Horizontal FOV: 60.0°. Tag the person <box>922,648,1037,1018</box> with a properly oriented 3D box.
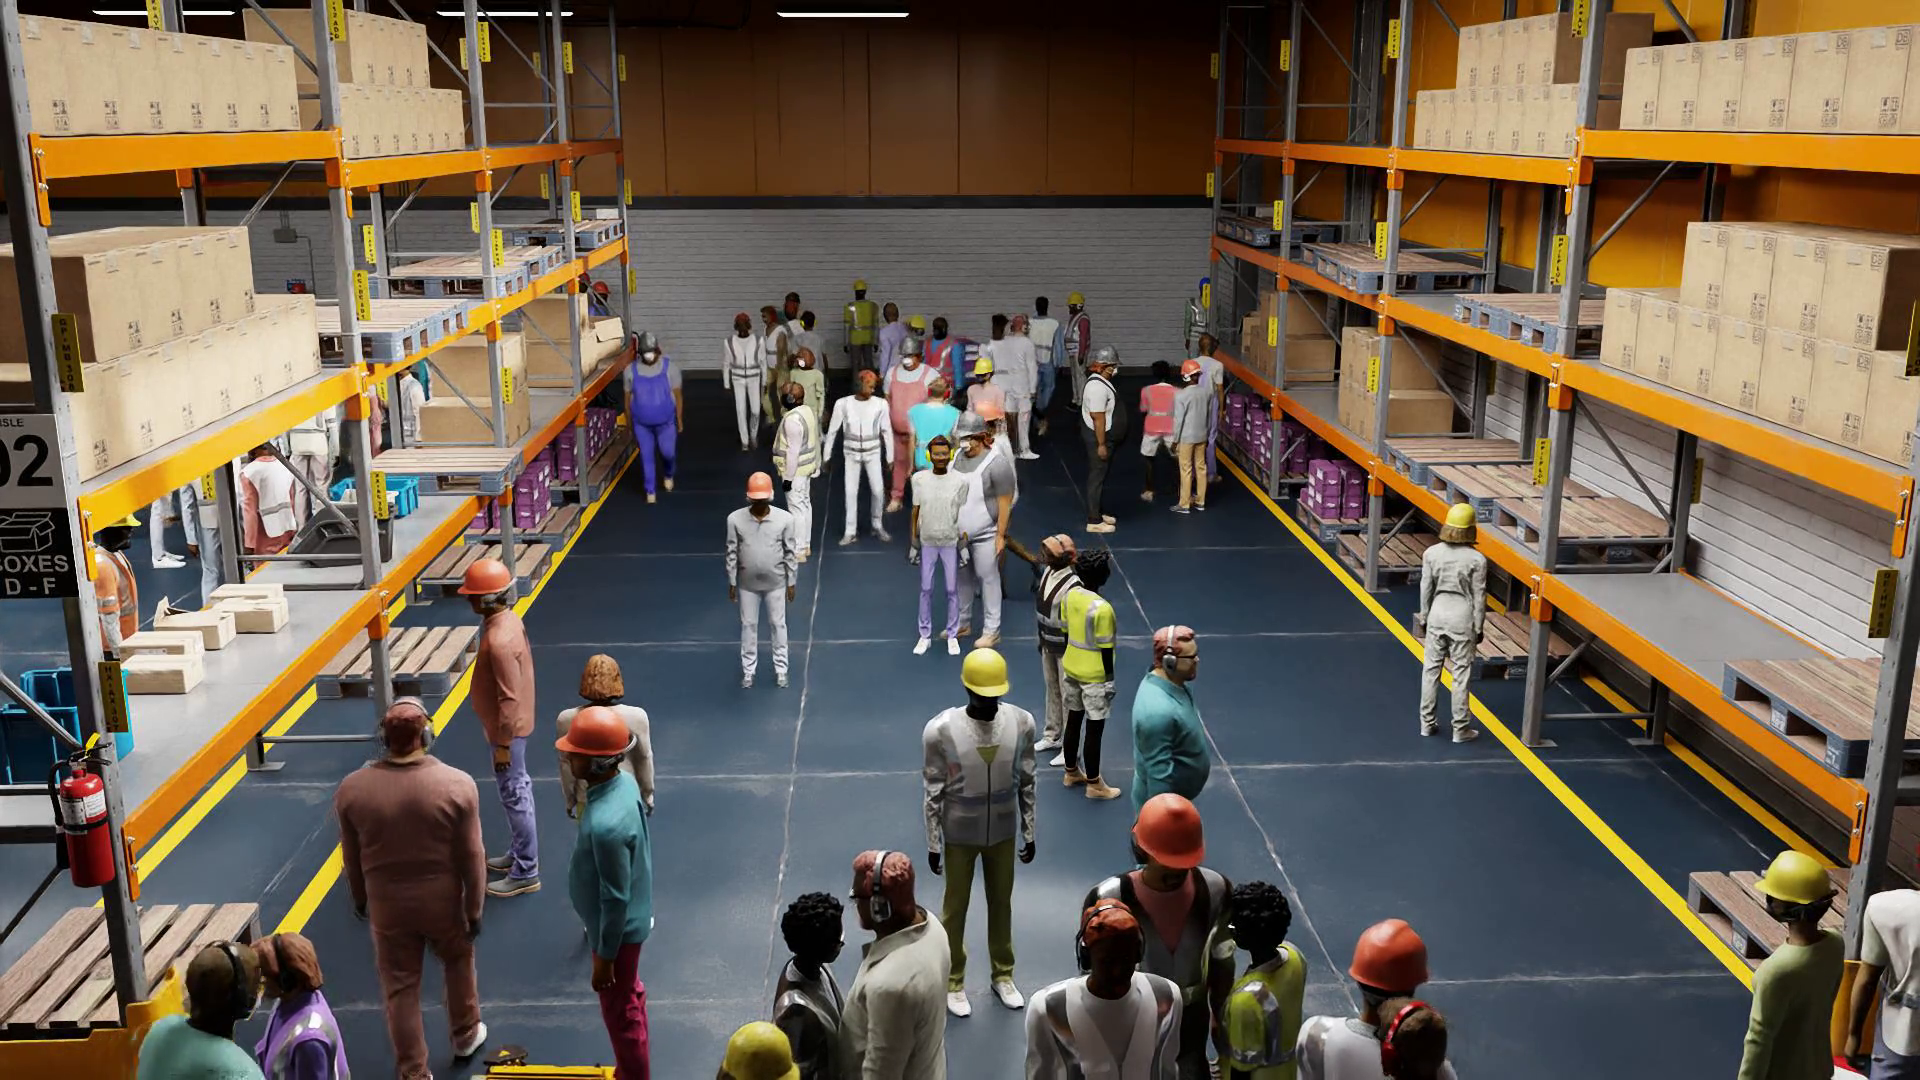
[{"bbox_3d":[0.108,1.447,8.286,0.586,1.920,0.397,-4,15,-16],"label":"person"}]

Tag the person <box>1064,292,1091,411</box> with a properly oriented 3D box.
[{"bbox_3d":[1.792,-2.889,25.496,0.403,1.824,0.594,-3,15,-12],"label":"person"}]

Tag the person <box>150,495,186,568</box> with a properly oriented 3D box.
[{"bbox_3d":[-8.018,-0.653,16.626,0.309,1.868,0.534,-7,16,-25],"label":"person"}]

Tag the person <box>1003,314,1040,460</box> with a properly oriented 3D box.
[{"bbox_3d":[0.791,-2.015,21.898,0.399,1.907,0.644,-13,20,-42],"label":"person"}]

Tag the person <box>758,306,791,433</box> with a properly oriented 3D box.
[{"bbox_3d":[-2.672,-2.417,23.646,0.582,1.815,0.567,-11,18,-36],"label":"person"}]

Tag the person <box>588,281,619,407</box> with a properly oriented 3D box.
[{"bbox_3d":[-5.565,-3.055,25.919,0.357,1.938,0.545,3,15,11],"label":"person"}]

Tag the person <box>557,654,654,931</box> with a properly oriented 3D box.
[{"bbox_3d":[-1.905,1.405,9.016,0.500,1.633,0.283,-2,14,-6],"label":"person"}]

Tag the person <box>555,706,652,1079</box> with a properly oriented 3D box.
[{"bbox_3d":[-1.523,1.670,7.251,0.374,1.997,0.613,-2,14,-9],"label":"person"}]

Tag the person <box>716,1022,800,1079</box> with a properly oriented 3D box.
[{"bbox_3d":[-0.620,2.309,5.265,0.321,1.737,0.485,13,19,42],"label":"person"}]

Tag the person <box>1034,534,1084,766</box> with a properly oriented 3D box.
[{"bbox_3d":[0.694,0.751,11.574,0.309,1.640,0.511,-7,16,-25],"label":"person"}]

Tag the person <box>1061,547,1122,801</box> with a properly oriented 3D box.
[{"bbox_3d":[0.858,0.876,10.965,0.319,1.697,0.533,-8,16,-28],"label":"person"}]

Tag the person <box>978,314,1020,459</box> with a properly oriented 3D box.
[{"bbox_3d":[0.512,-2.016,21.938,0.613,1.915,0.937,-5,15,-20],"label":"person"}]

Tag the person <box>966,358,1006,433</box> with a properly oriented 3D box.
[{"bbox_3d":[0.290,-1.220,19.082,0.523,1.759,0.350,9,17,31],"label":"person"}]

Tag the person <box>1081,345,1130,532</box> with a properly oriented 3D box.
[{"bbox_3d":[1.581,-1.120,18.116,0.535,2.000,0.681,1,14,5],"label":"person"}]

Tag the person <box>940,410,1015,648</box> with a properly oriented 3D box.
[{"bbox_3d":[0.093,-0.095,14.091,0.688,2.000,0.536,13,19,40],"label":"person"}]

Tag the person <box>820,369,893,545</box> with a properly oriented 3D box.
[{"bbox_3d":[-1.092,-0.878,17.526,0.771,1.873,0.413,-1,14,-2],"label":"person"}]

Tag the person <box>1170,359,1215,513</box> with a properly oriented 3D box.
[{"bbox_3d":[2.624,-1.182,18.937,0.561,1.749,0.331,-9,17,-33],"label":"person"}]

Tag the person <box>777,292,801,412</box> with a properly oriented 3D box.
[{"bbox_3d":[-2.558,-2.840,25.283,0.513,1.841,0.352,12,18,38],"label":"person"}]

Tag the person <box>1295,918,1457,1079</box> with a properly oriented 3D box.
[{"bbox_3d":[1.350,2.157,5.475,0.545,1.930,0.387,11,18,37],"label":"person"}]

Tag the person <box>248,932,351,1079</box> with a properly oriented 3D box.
[{"bbox_3d":[-2.349,2.170,6.022,0.319,1.631,0.524,-8,16,-28],"label":"person"}]

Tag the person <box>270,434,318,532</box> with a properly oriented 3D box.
[{"bbox_3d":[-7.180,-1.020,18.045,0.574,1.880,0.357,-5,15,-18],"label":"person"}]

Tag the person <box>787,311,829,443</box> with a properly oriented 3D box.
[{"bbox_3d":[-2.073,-2.247,23.023,0.534,1.815,0.995,-6,16,-24],"label":"person"}]

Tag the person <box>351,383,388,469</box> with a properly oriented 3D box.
[{"bbox_3d":[-7.564,-1.869,21.174,0.621,1.986,0.409,4,15,15],"label":"person"}]

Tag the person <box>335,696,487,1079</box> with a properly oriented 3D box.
[{"bbox_3d":[-2.494,1.616,7.689,0.654,1.877,0.797,-2,14,-9],"label":"person"}]

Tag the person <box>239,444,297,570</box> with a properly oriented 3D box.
[{"bbox_3d":[-5.869,-0.049,14.184,0.402,1.908,0.598,3,15,13],"label":"person"}]

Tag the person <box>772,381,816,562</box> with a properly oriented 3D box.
[{"bbox_3d":[-1.680,-0.693,16.839,0.429,1.844,0.626,2,14,7],"label":"person"}]

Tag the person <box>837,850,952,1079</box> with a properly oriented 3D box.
[{"bbox_3d":[-0.247,2.025,6.070,0.400,1.895,0.653,2,14,9],"label":"person"}]

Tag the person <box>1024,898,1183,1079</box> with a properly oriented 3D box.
[{"bbox_3d":[0.494,2.118,5.722,0.574,1.883,0.356,-4,15,-17],"label":"person"}]

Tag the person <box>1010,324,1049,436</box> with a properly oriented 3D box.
[{"bbox_3d":[0.898,-2.222,23.176,0.533,1.670,0.727,13,19,42],"label":"person"}]

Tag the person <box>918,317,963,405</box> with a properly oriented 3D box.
[{"bbox_3d":[-0.295,-2.125,22.560,0.626,1.798,0.935,12,19,39],"label":"person"}]
